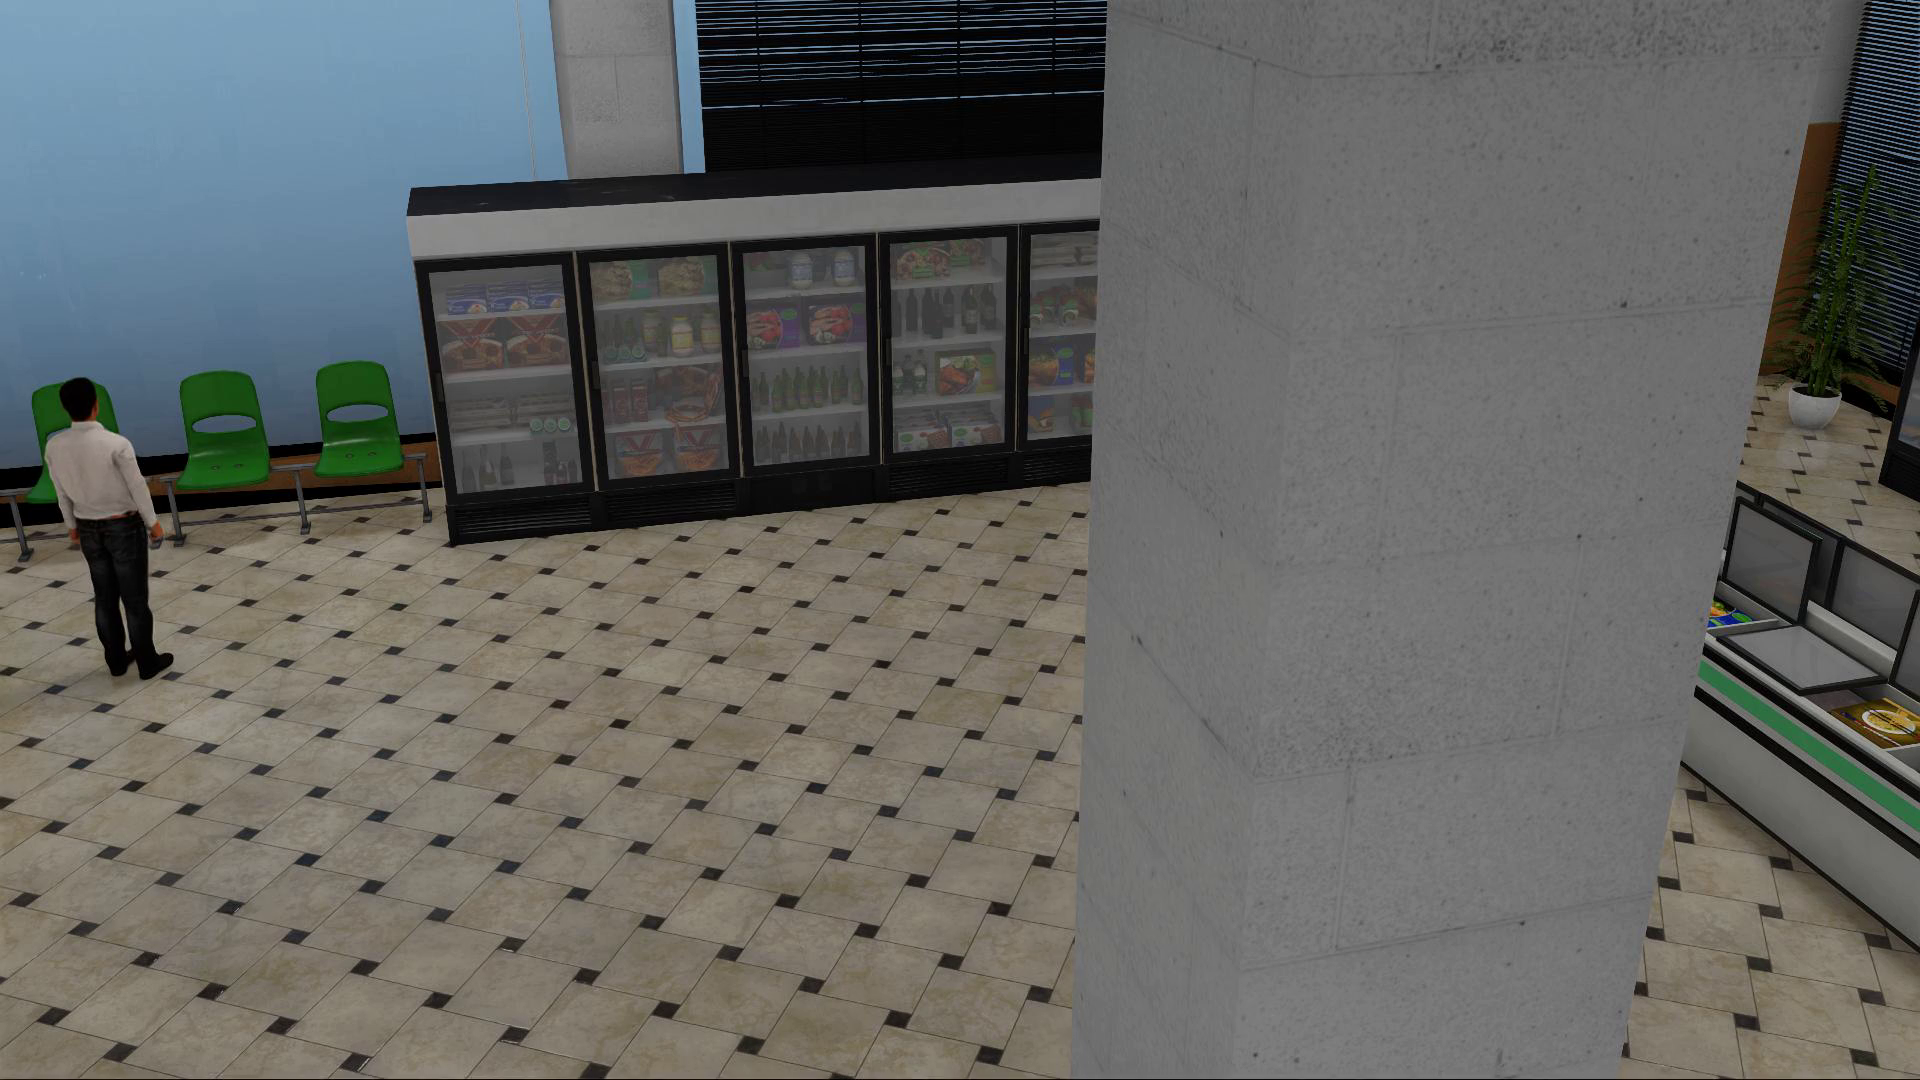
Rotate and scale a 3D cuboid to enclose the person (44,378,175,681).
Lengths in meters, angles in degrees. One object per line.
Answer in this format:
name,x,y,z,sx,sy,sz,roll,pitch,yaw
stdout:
person,-4.823,-0.041,9.441,0.736,1.808,0.701,1,24,3
